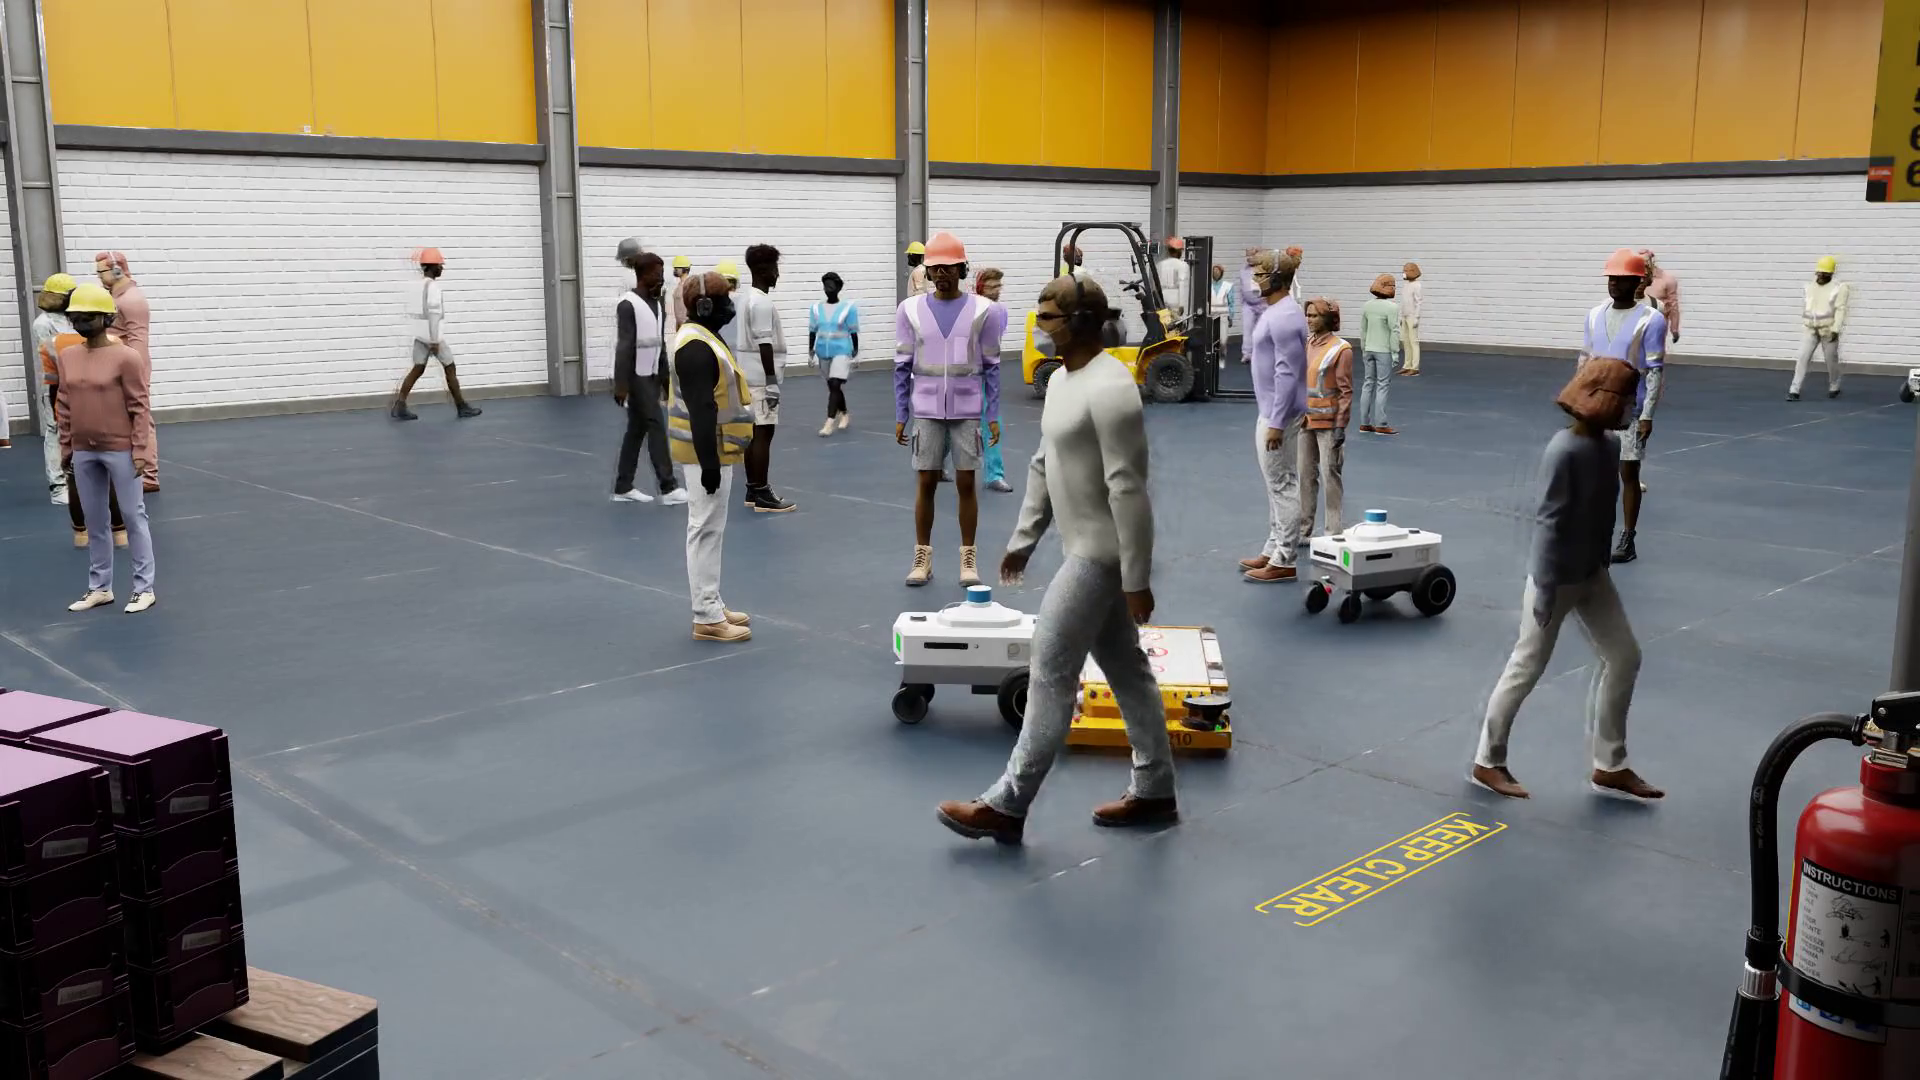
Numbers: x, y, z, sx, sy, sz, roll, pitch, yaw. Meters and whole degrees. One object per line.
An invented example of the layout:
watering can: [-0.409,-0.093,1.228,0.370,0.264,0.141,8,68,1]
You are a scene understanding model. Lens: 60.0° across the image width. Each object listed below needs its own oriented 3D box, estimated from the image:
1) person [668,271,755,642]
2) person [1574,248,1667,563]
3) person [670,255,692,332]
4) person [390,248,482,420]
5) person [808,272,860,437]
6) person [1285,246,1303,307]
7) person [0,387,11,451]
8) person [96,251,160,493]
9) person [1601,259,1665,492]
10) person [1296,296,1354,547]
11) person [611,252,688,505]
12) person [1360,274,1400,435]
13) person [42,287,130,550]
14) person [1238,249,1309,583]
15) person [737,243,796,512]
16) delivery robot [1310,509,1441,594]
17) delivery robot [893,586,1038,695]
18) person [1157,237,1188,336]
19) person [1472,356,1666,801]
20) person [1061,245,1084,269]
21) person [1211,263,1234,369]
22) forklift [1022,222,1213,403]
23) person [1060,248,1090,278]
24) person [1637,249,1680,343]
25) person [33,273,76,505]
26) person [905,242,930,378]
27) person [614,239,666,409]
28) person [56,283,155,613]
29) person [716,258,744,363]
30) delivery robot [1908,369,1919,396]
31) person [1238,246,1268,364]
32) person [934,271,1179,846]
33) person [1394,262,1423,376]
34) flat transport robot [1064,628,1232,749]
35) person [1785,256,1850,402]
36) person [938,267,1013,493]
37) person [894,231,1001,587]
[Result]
person: [-1.244,-0.420,8.375,0.429,1.846,0.625,-1,10,-7]
person: [4.071,-0.831,10.343,0.352,1.942,0.546,-8,13,-39]
person: [-3.552,-2.766,21.380,0.314,1.769,0.525,-5,12,-26]
person: [-5.845,-2.258,18.295,1.005,1.889,0.569,-9,14,-42]
person: [-1.284,-1.915,17.018,0.536,1.657,0.875,4,11,22]
person: [4.241,-2.849,21.503,0.361,1.885,0.575,3,11,16]
person: [-9.210,-1.755,15.601,0.333,1.865,0.520,0,10,0]
person: [-6.566,-1.308,13.063,0.406,1.903,0.637,-8,13,-36]
person: [5.282,-1.295,13.138,0.506,1.847,0.346,0,10,2]
person: [2.285,-0.730,10.604,0.306,1.645,0.521,-6,12,-31]
person: [-2.273,-1.202,12.518,0.834,1.885,0.621,2,11,10]
person: [4.295,-1.894,16.984,0.278,1.631,0.507,-6,12,-28]
person: [-5.591,-0.771,10.706,0.538,1.698,0.319,0,10,0]
person: [1.848,-0.714,9.717,0.374,1.939,0.629,1,10,7]
person: [-1.447,-1.190,12.234,0.367,1.967,0.606,-4,11,-20]
delivery robot: [2.223,0.080,8.907,0.707,0.478,0.477,-6,12,-27]
delivery robot: [0.080,0.435,6.969,0.707,0.478,0.477,1,11,6]
person: [3.386,-3.814,26.495,1.043,1.989,0.628,-9,14,-42]
person: [2.230,0.157,5.900,0.554,1.598,0.743,-10,14,-43]
person: [1.724,-3.729,26.327,0.405,1.880,0.596,-5,12,-26]
person: [3.754,-3.251,24.410,0.519,1.624,0.476,2,11,8]
forklift: [1.935,-2.847,20.651,2.313,2.155,1.214,2,11,13]
person: [1.632,-3.215,23.616,0.429,1.846,0.626,-9,14,-42]
person: [7.996,-2.453,19.416,0.667,1.861,0.942,10,14,43]
person: [-6.758,-1.141,12.594,0.307,1.738,0.485,0,10,0]
person: [-0.604,-3.257,23.603,0.356,1.930,0.592,0,10,3]
person: [-3.752,-2.553,19.465,0.534,2.000,0.772,6,12,30]
person: [-4.599,-0.485,8.933,0.525,1.772,0.308,2,11,10]
person: [-1.949,-1.486,14.220,0.597,1.831,0.403,-1,10,-7]
delivery robot: [11.796,-1.965,20.060,0.707,0.478,0.477,-6,12,-29]
person: [4.734,-3.734,26.433,0.635,1.861,0.992,6,12,31]
person: [0.325,0.068,5.559,0.964,1.893,0.641,-1,10,-6]
person: [6.512,-3.194,24.072,0.268,1.630,0.507,-2,11,-10]
flat transport robot: [0.797,0.591,7.151,0.652,0.197,1.431,1,10,6]
person: [10.547,-2.575,20.319,0.881,1.780,0.581,-9,14,-40]
person: [0.075,-1.299,13.346,0.569,1.789,0.931,-9,14,-39]
person: [-0.075,-0.739,9.564,0.616,2.041,0.380,1,10,4]
